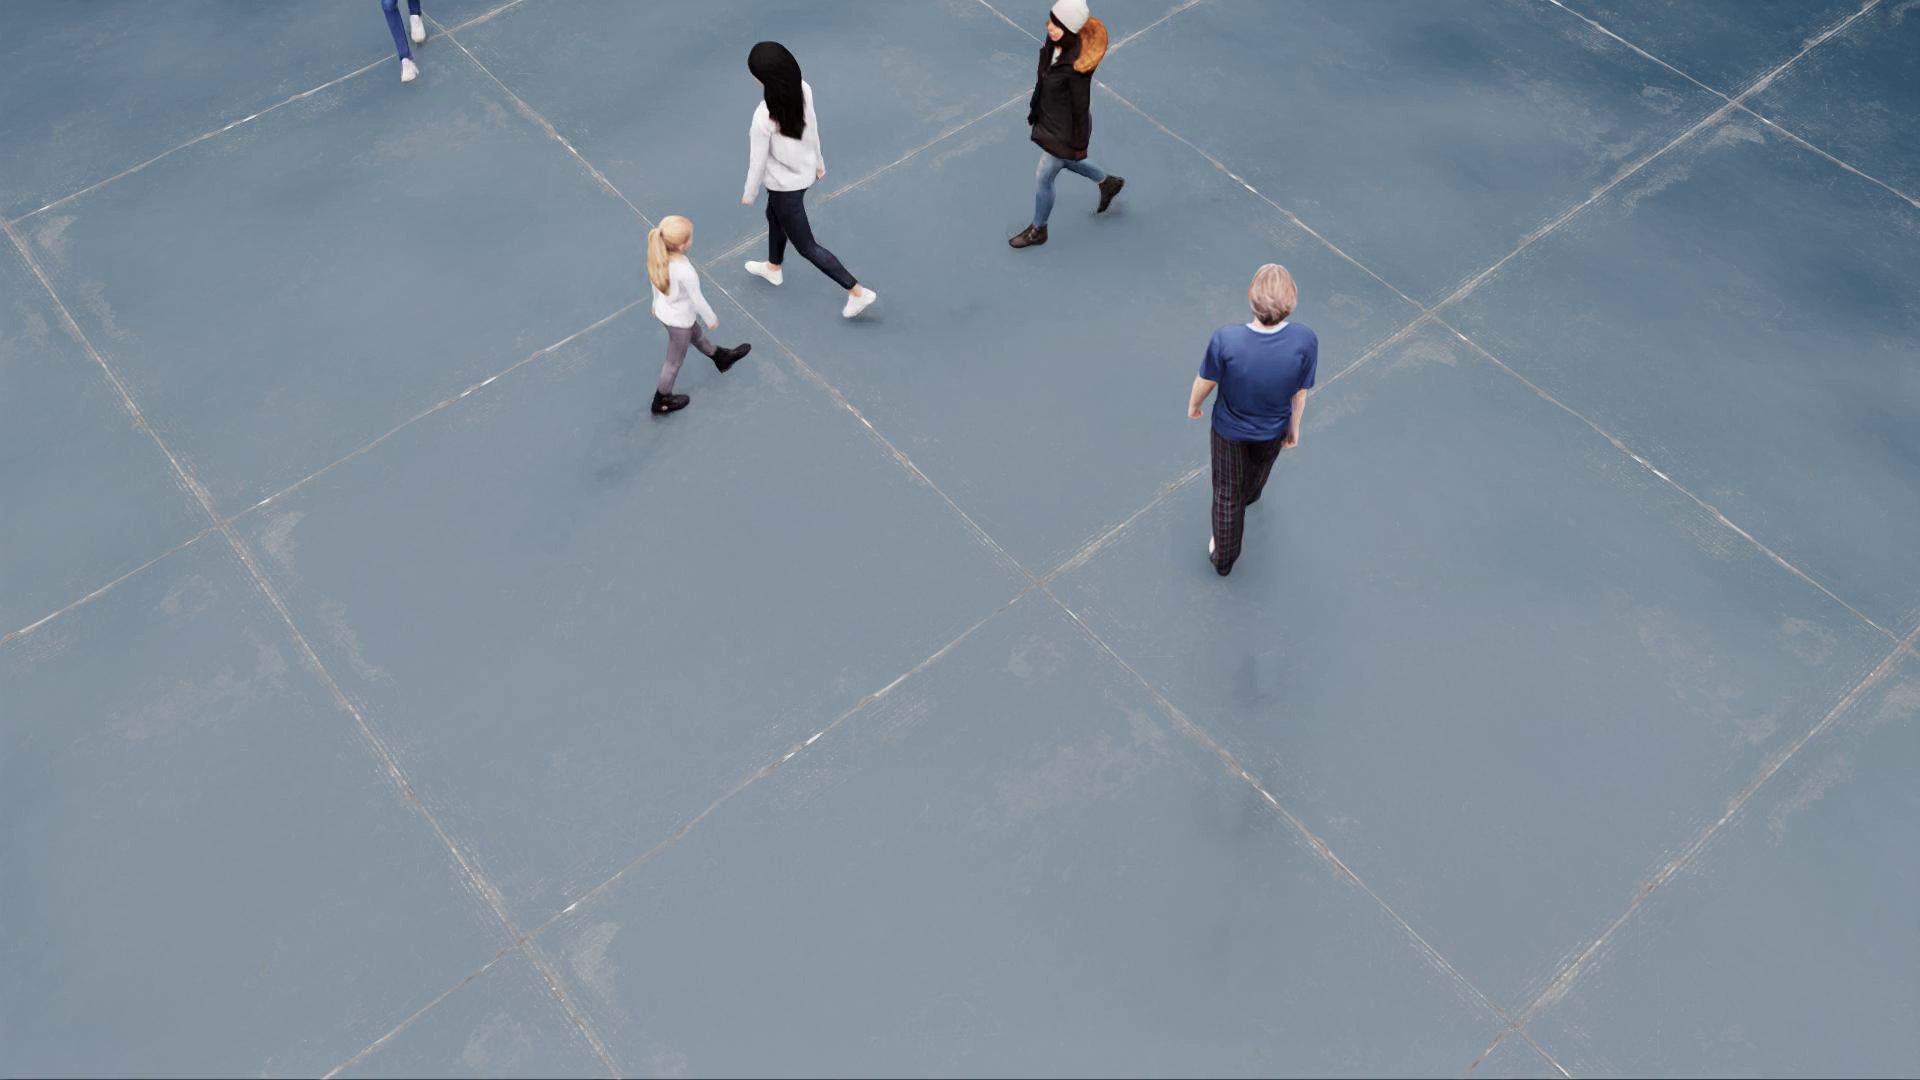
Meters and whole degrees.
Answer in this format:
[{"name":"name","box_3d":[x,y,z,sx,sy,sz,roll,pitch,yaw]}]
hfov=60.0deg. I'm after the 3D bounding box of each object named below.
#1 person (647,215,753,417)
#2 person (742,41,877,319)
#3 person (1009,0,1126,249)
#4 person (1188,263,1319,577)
[{"name":"person","box_3d":[-1.517,-1.126,8.624,0.892,1.248,0.548,-30,58,-21]},{"name":"person","box_3d":[-0.839,-1.900,8.961,0.985,1.664,1.131,19,55,14]},{"name":"person","box_3d":[0.642,-2.361,9.350,1.084,1.612,0.858,-16,54,-12]},{"name":"person","box_3d":[1.356,-0.482,7.746,1.022,1.849,1.060,1,52,1]}]
